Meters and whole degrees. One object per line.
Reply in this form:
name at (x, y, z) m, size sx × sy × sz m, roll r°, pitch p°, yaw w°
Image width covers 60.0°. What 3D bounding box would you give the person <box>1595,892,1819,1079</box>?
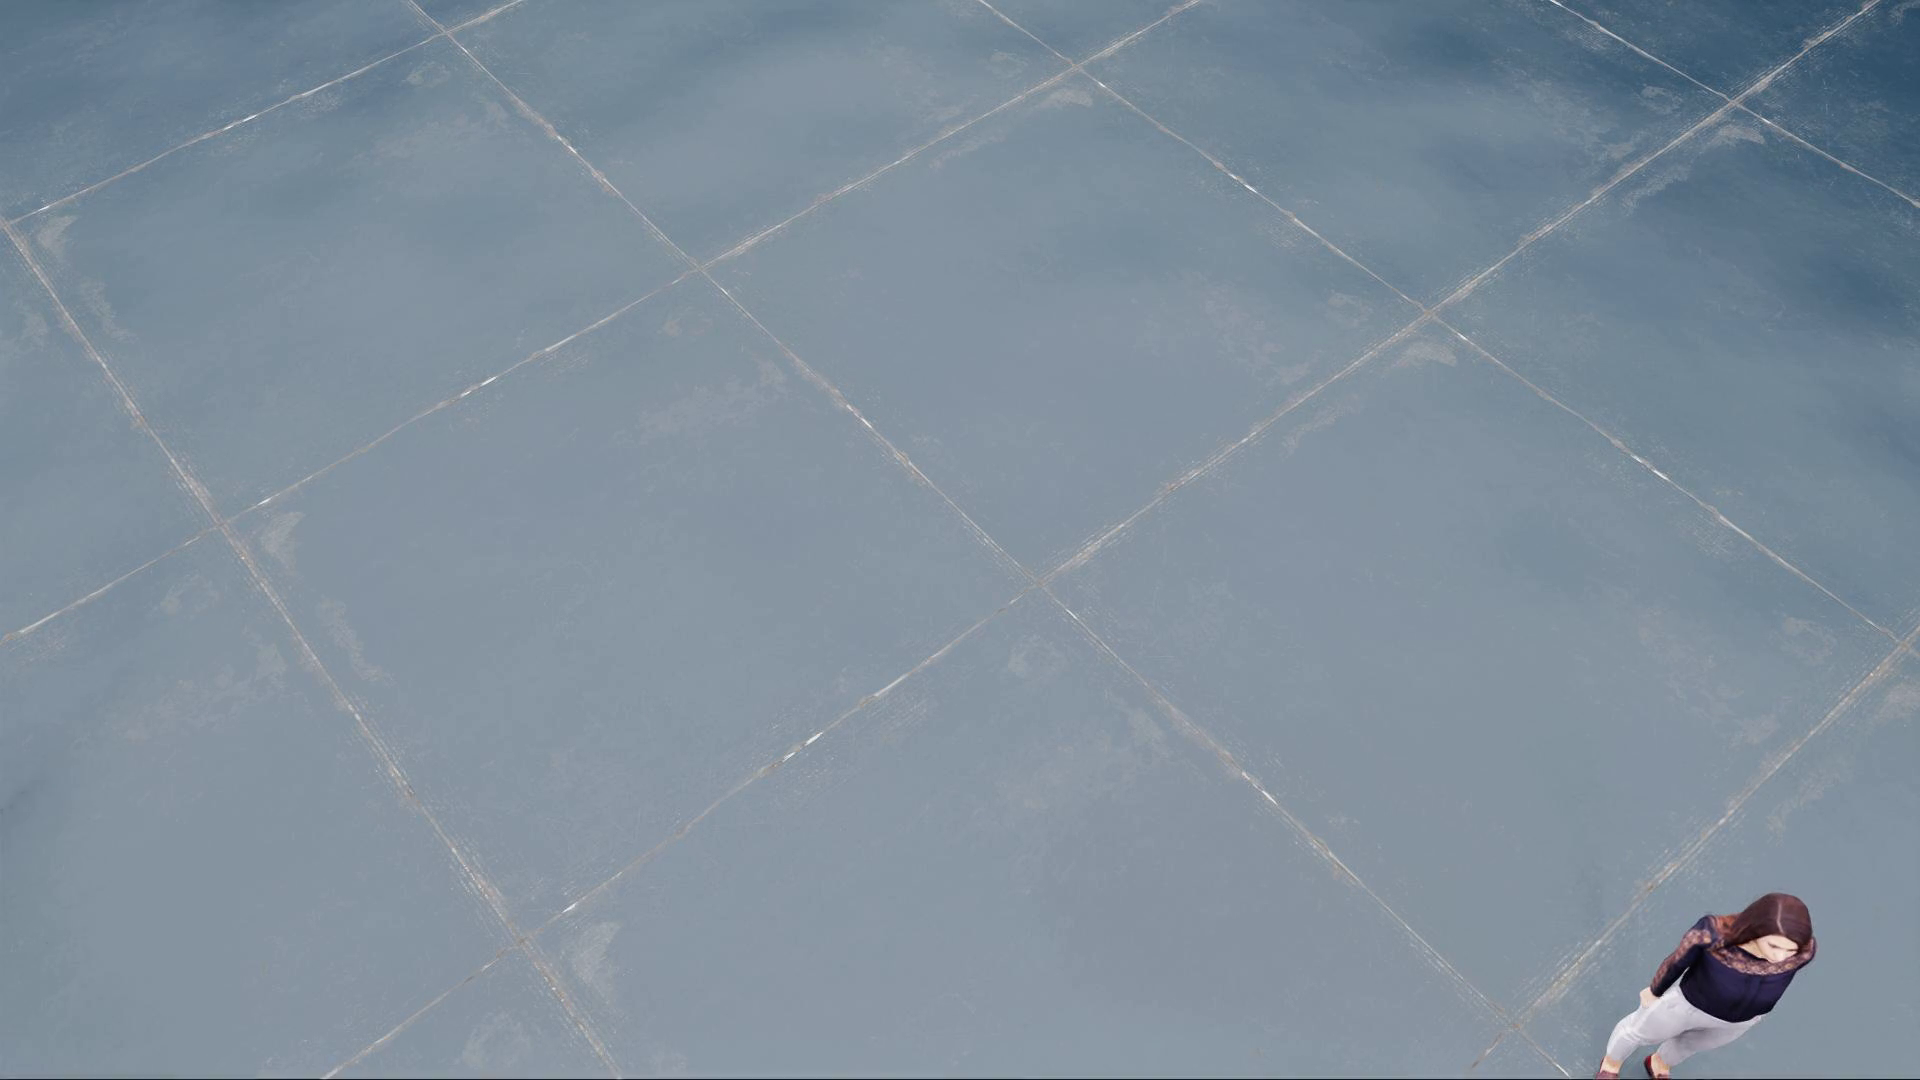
person at (2.776, 1.733, 6.183) m, size 0.671 × 1.608 × 0.727 m, roll 5°, pitch 52°, yaw 4°
